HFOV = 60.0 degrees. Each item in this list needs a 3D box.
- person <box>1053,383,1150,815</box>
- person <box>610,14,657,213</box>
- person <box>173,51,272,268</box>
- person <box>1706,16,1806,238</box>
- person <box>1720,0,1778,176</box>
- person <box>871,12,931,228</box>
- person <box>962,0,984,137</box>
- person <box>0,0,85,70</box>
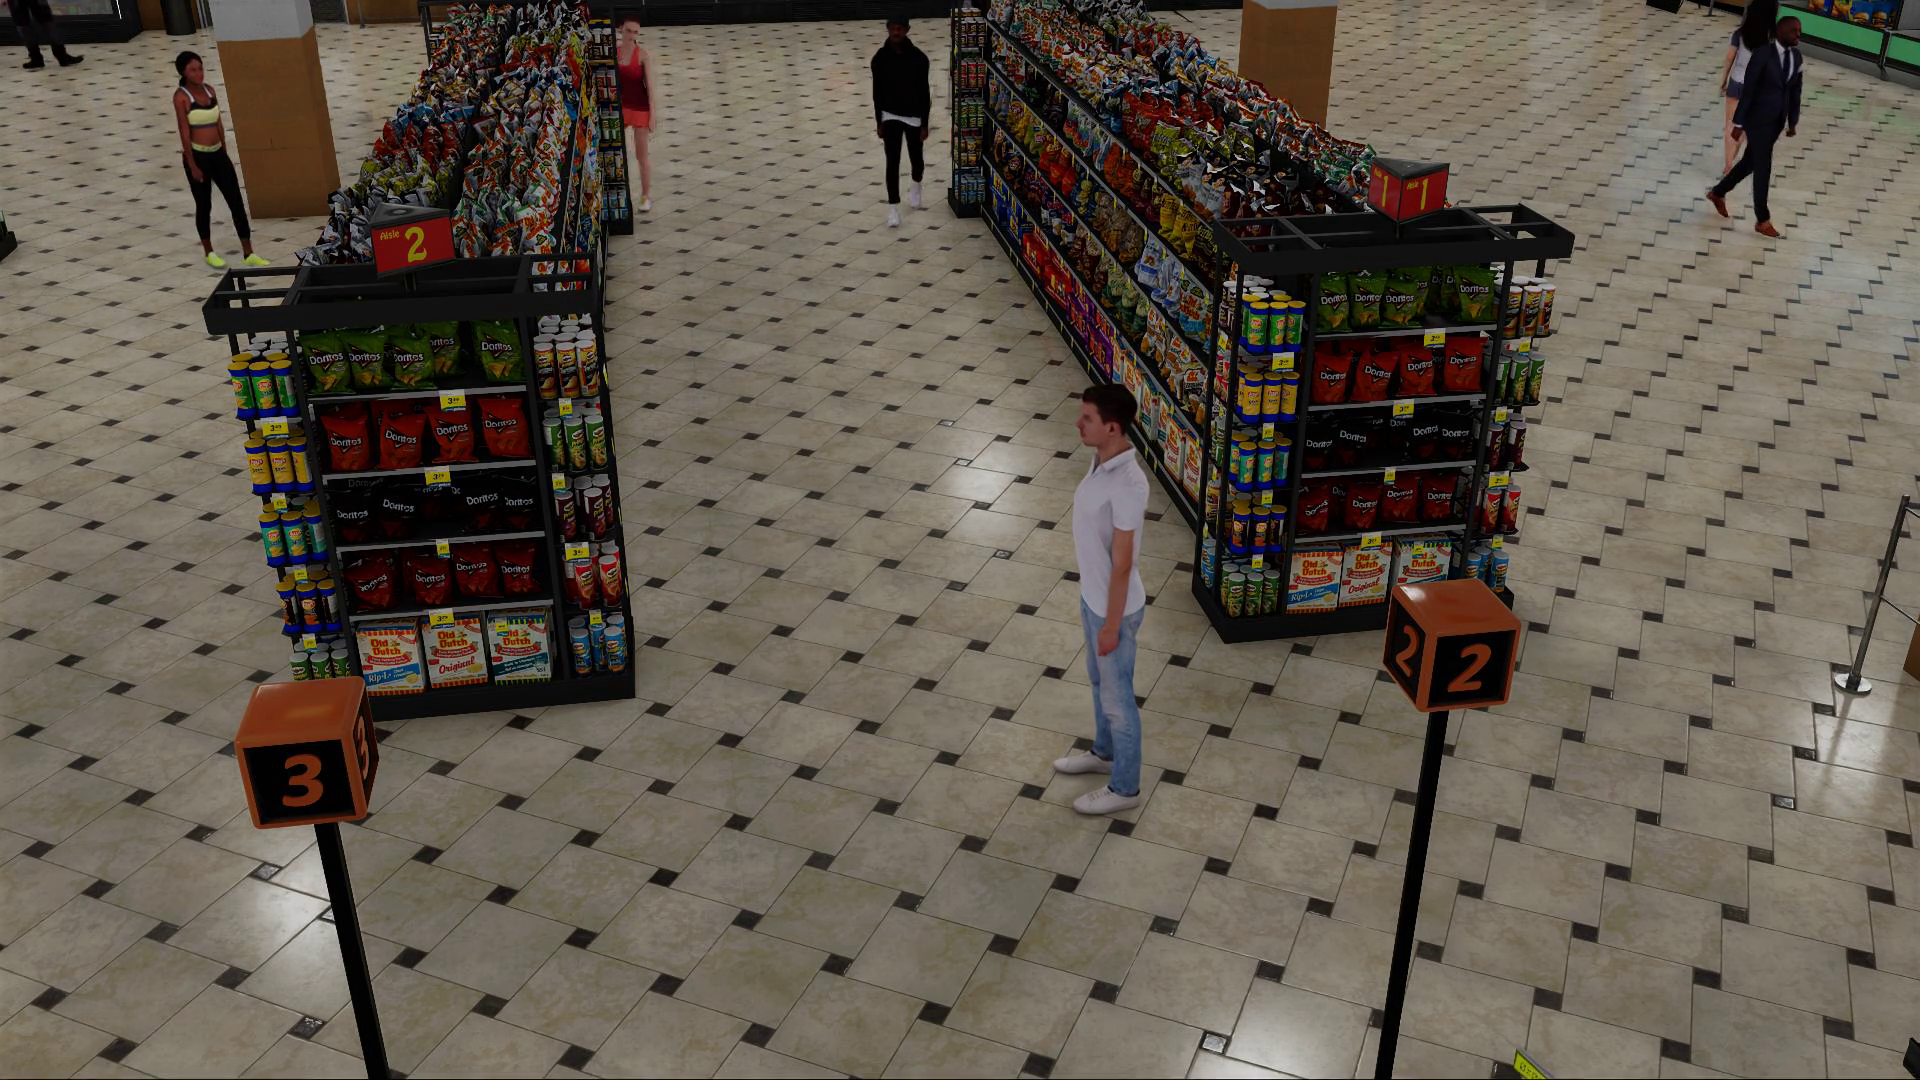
[{"bbox_3d":[0.619,0.239,6.727,0.701,1.851,0.485,-4,27,-7],"label":"person"},{"bbox_3d":[-2.934,-3.798,14.826,0.807,1.726,0.753,13,30,24],"label":"person"},{"bbox_3d":[-6.067,-3.012,13.275,0.974,1.726,0.926,16,31,29],"label":"person"},{"bbox_3d":[6.868,-3.598,14.351,0.852,1.799,1.252,-11,29,-20],"label":"person"},{"bbox_3d":[7.530,-4.317,15.927,0.945,1.656,1.210,8,28,15],"label":"person"},{"bbox_3d":[-0.484,-3.692,14.546,0.811,1.790,1.198,0,27,0],"label":"person"},{"bbox_3d":[0.172,-5.017,17.232,0.669,1.724,0.667,-21,33,-35],"label":"person"},{"bbox_3d":[-11.495,-6.743,20.542,0.996,1.807,0.704,-16,31,-29],"label":"person"}]
